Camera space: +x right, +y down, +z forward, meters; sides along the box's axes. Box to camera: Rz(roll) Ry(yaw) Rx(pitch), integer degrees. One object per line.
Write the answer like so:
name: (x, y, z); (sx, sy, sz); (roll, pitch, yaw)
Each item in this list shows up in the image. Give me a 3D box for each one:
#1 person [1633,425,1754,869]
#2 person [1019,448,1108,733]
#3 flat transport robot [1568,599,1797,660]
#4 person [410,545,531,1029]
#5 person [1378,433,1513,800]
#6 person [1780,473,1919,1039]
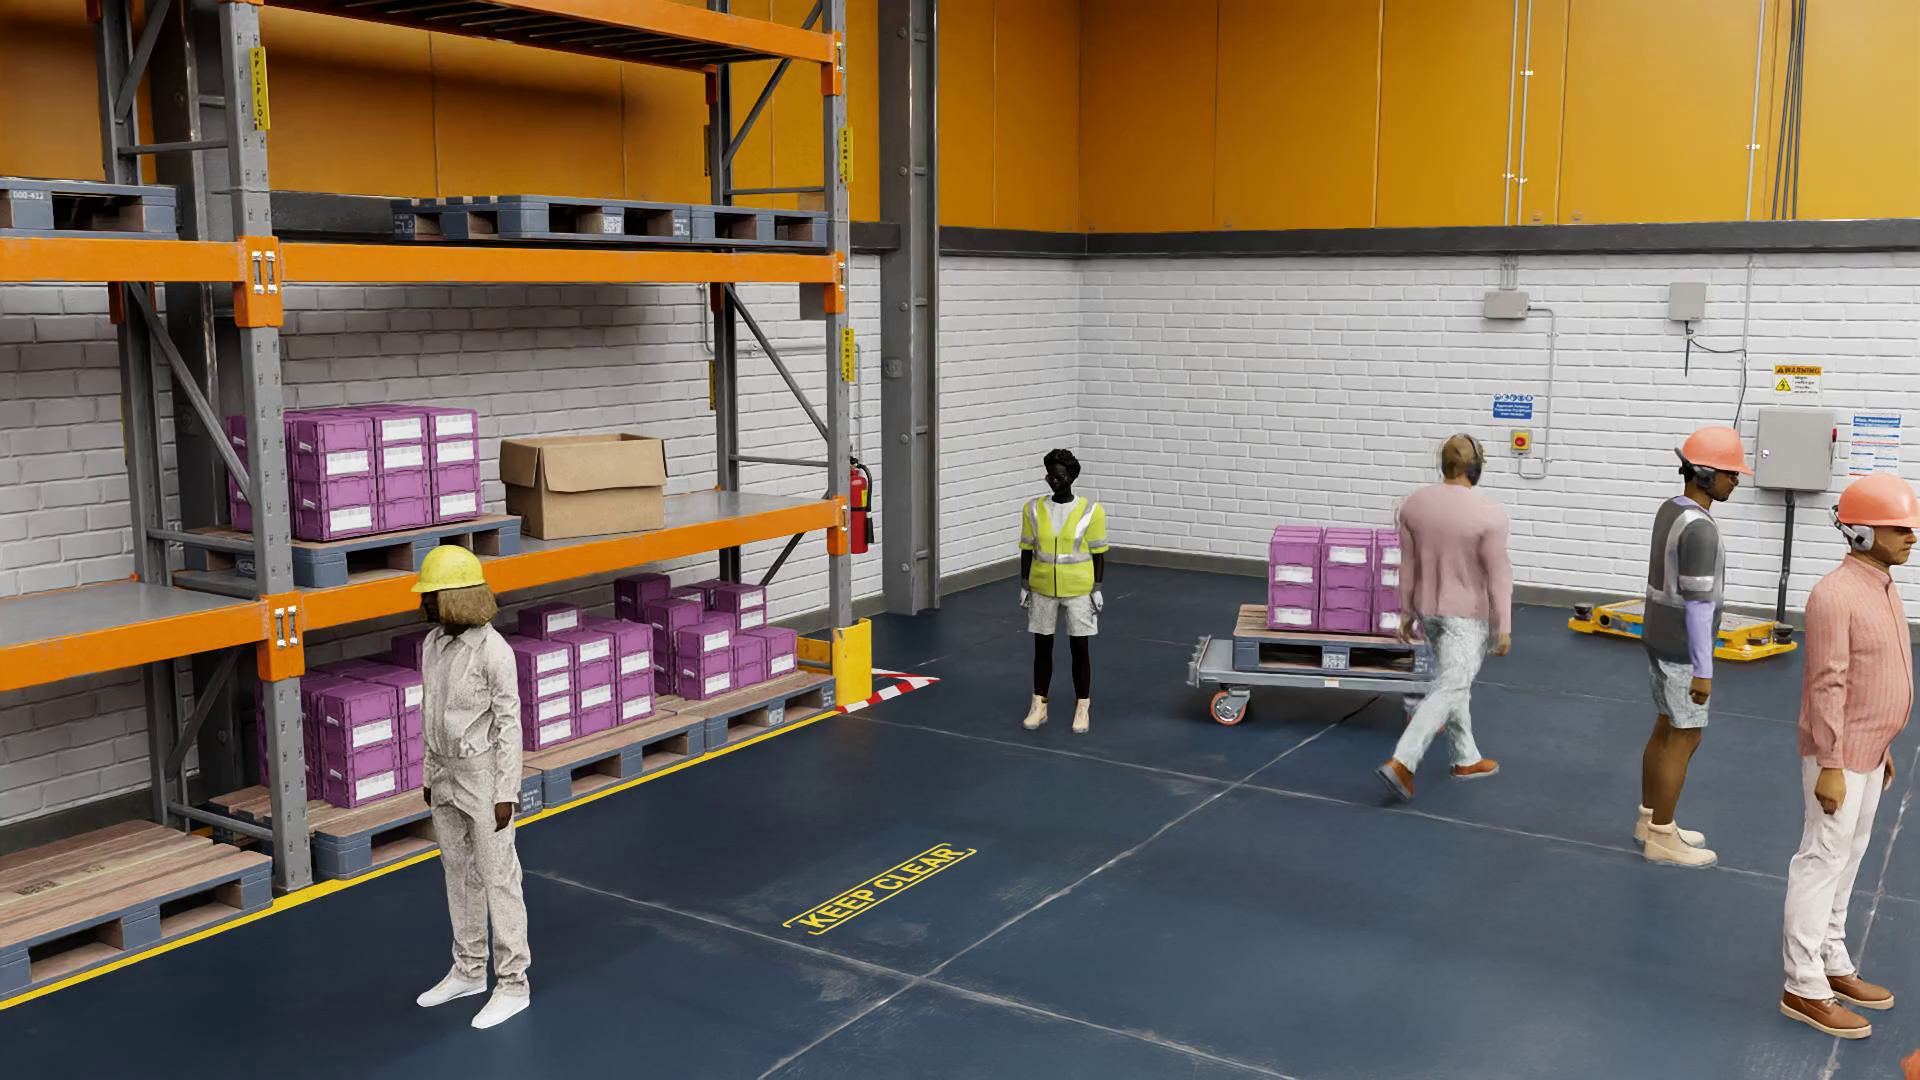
person: (3.337, 0.489, 7.590); (0.409, 2.029, 0.612); (1, 9, 9)
person: (0.601, 0.301, 9.877); (0.542, 1.695, 0.316); (3, 9, 18)
flat transport robot: (5.315, 0.640, 12.286); (0.652, 0.197, 1.431); (-6, 11, -35)
person: (-1.779, 0.877, 5.979); (0.492, 1.742, 0.320); (7, 11, 37)
person: (2.525, 0.392, 8.638); (0.964, 1.904, 0.643); (-6, 11, -34)
person: (3.212, 0.752, 5.975); (0.379, 1.996, 0.611); (8, 12, 43)
